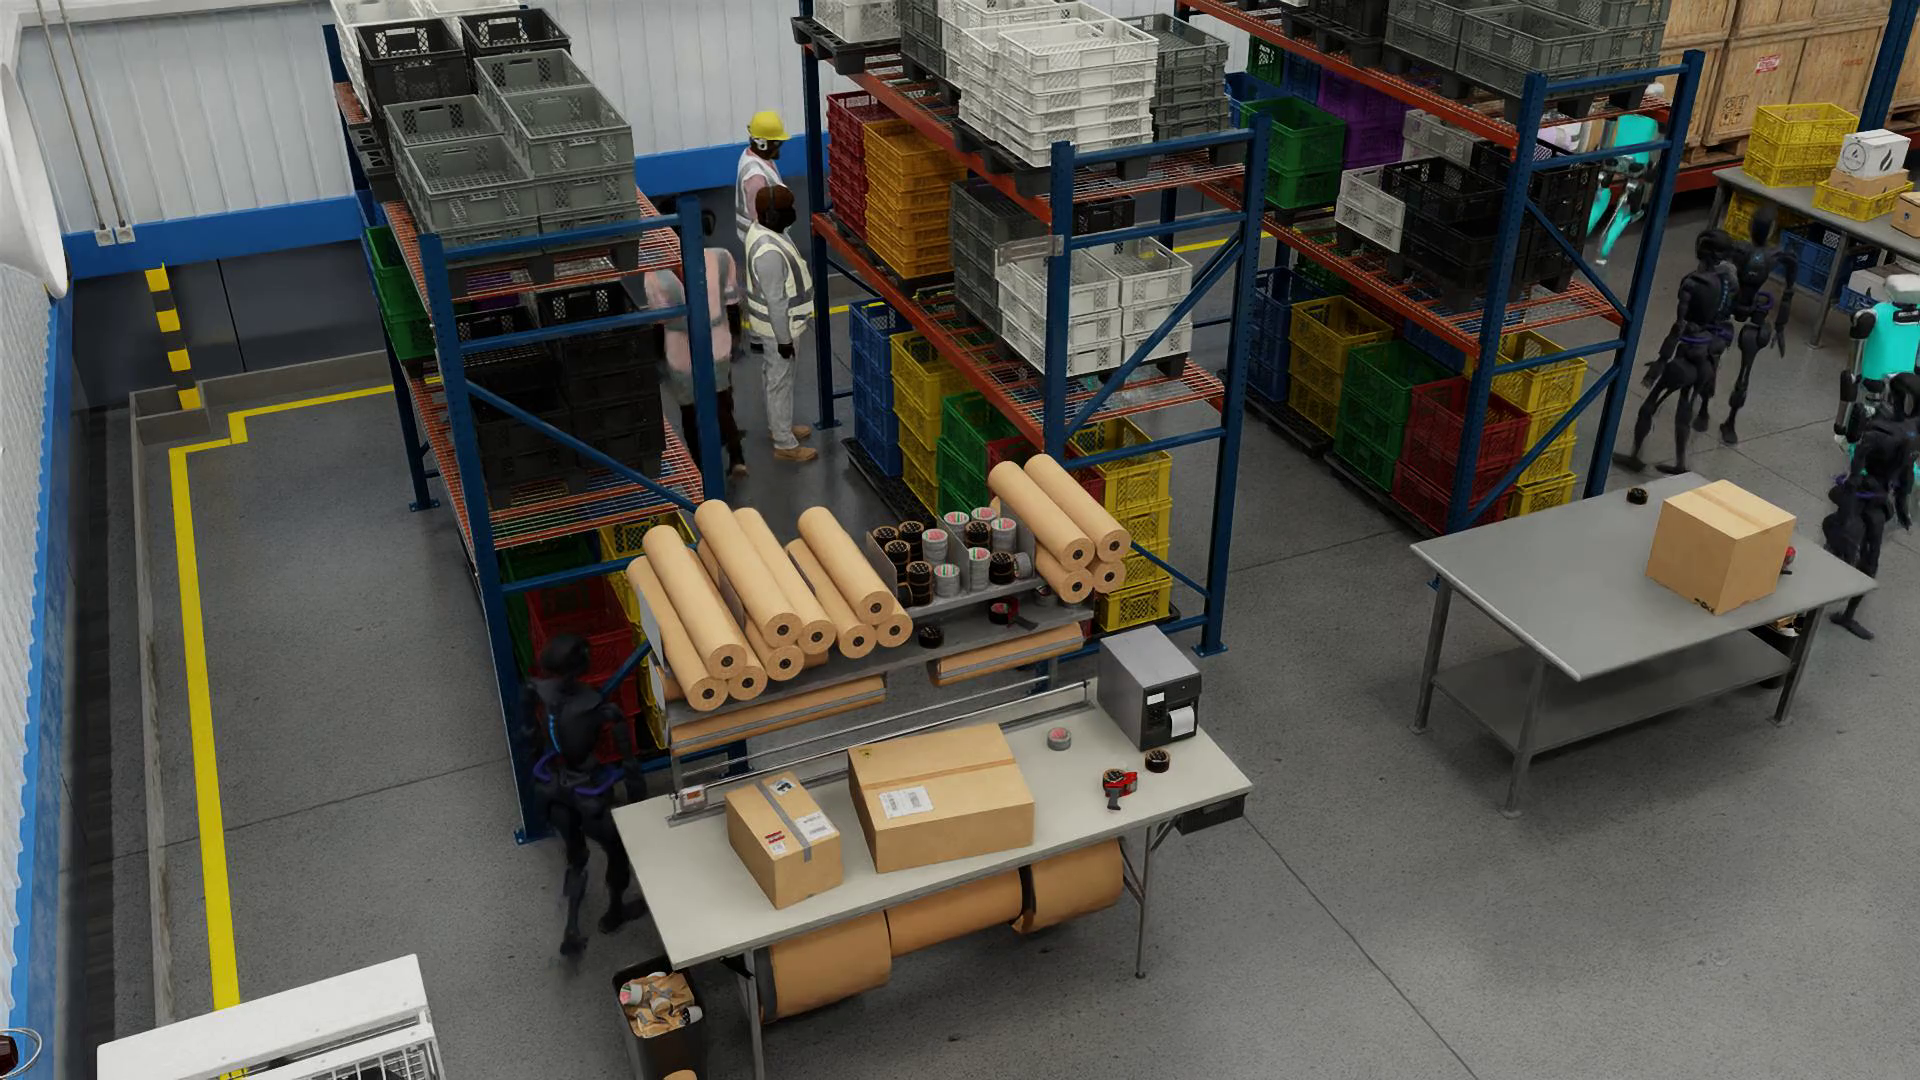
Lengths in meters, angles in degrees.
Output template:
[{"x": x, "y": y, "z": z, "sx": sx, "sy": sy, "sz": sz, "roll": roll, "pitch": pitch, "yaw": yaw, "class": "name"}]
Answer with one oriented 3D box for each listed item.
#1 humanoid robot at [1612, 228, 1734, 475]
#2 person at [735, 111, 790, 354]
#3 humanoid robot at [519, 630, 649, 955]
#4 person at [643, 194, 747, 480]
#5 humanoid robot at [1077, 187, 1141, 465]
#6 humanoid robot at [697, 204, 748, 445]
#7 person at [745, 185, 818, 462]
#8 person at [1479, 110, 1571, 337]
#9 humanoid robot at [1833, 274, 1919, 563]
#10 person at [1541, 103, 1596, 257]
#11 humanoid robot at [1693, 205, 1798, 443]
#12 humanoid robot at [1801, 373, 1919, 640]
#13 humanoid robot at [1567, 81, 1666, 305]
[{"x": 4.603, "y": -1.187, "z": 10.553, "sx": 0.599, "sy": 1.648, "sz": 0.389, "roll": -22, "pitch": 38, "yaw": -31, "class": "humanoid robot"}, {"x": -1.416, "y": -2.232, "z": 12.126, "sx": 0.424, "sy": 1.815, "sz": 0.585, "roll": -3, "pitch": 32, "yaw": -4, "class": "person"}, {"x": -1.578, "y": 1.052, "z": 6.936, "sx": 0.603, "sy": 1.647, "sz": 0.488, "roll": 13, "pitch": 34, "yaw": 20, "class": "humanoid robot"}, {"x": -1.607, "y": -1.173, "z": 10.274, "sx": 0.607, "sy": 1.947, "sz": 0.516, "roll": -20, "pitch": 37, "yaw": -29, "class": "person"}, {"x": 0.944, "y": -1.278, "z": 10.724, "sx": 0.546, "sy": 1.856, "sz": 0.840, "roll": -14, "pitch": 34, "yaw": -22, "class": "humanoid robot"}, {"x": -1.629, "y": -1.415, "z": 10.922, "sx": 0.381, "sy": 1.655, "sz": 0.590, "roll": -27, "pitch": 41, "yaw": -36, "class": "humanoid robot"}, {"x": -1.149, "y": -1.405, "z": 10.753, "sx": 0.429, "sy": 1.844, "sz": 0.624, "roll": -5, "pitch": 32, "yaw": -9, "class": "person"}, {"x": 4.049, "y": -2.387, "z": 12.162, "sx": 0.613, "sy": 2.037, "sz": 0.386, "roll": 0, "pitch": 32, "yaw": -1, "class": "person"}, {"x": 5.341, "y": -0.542, "z": 9.535, "sx": 0.558, "sy": 1.870, "sz": 0.754, "roll": -3, "pitch": 32, "yaw": -6, "class": "humanoid robot"}, {"x": 4.745, "y": -3.022, "z": 13.338, "sx": 0.581, "sy": 1.882, "sz": 0.341, "roll": -10, "pitch": 33, "yaw": -16, "class": "person"}, {"x": 5.160, "y": -1.442, "z": 10.980, "sx": 0.609, "sy": 1.643, "sz": 0.397, "roll": 11, "pitch": 33, "yaw": 18, "class": "humanoid robot"}, {"x": 4.847, "y": -0.204, "z": 8.970, "sx": 0.601, "sy": 1.638, "sz": 0.470, "roll": -13, "pitch": 34, "yaw": -21, "class": "humanoid robot"}, {"x": 4.992, "y": -2.598, "z": 12.791, "sx": 0.545, "sy": 1.790, "sz": 0.676, "roll": 26, "pitch": 40, "yaw": 35, "class": "humanoid robot"}]
